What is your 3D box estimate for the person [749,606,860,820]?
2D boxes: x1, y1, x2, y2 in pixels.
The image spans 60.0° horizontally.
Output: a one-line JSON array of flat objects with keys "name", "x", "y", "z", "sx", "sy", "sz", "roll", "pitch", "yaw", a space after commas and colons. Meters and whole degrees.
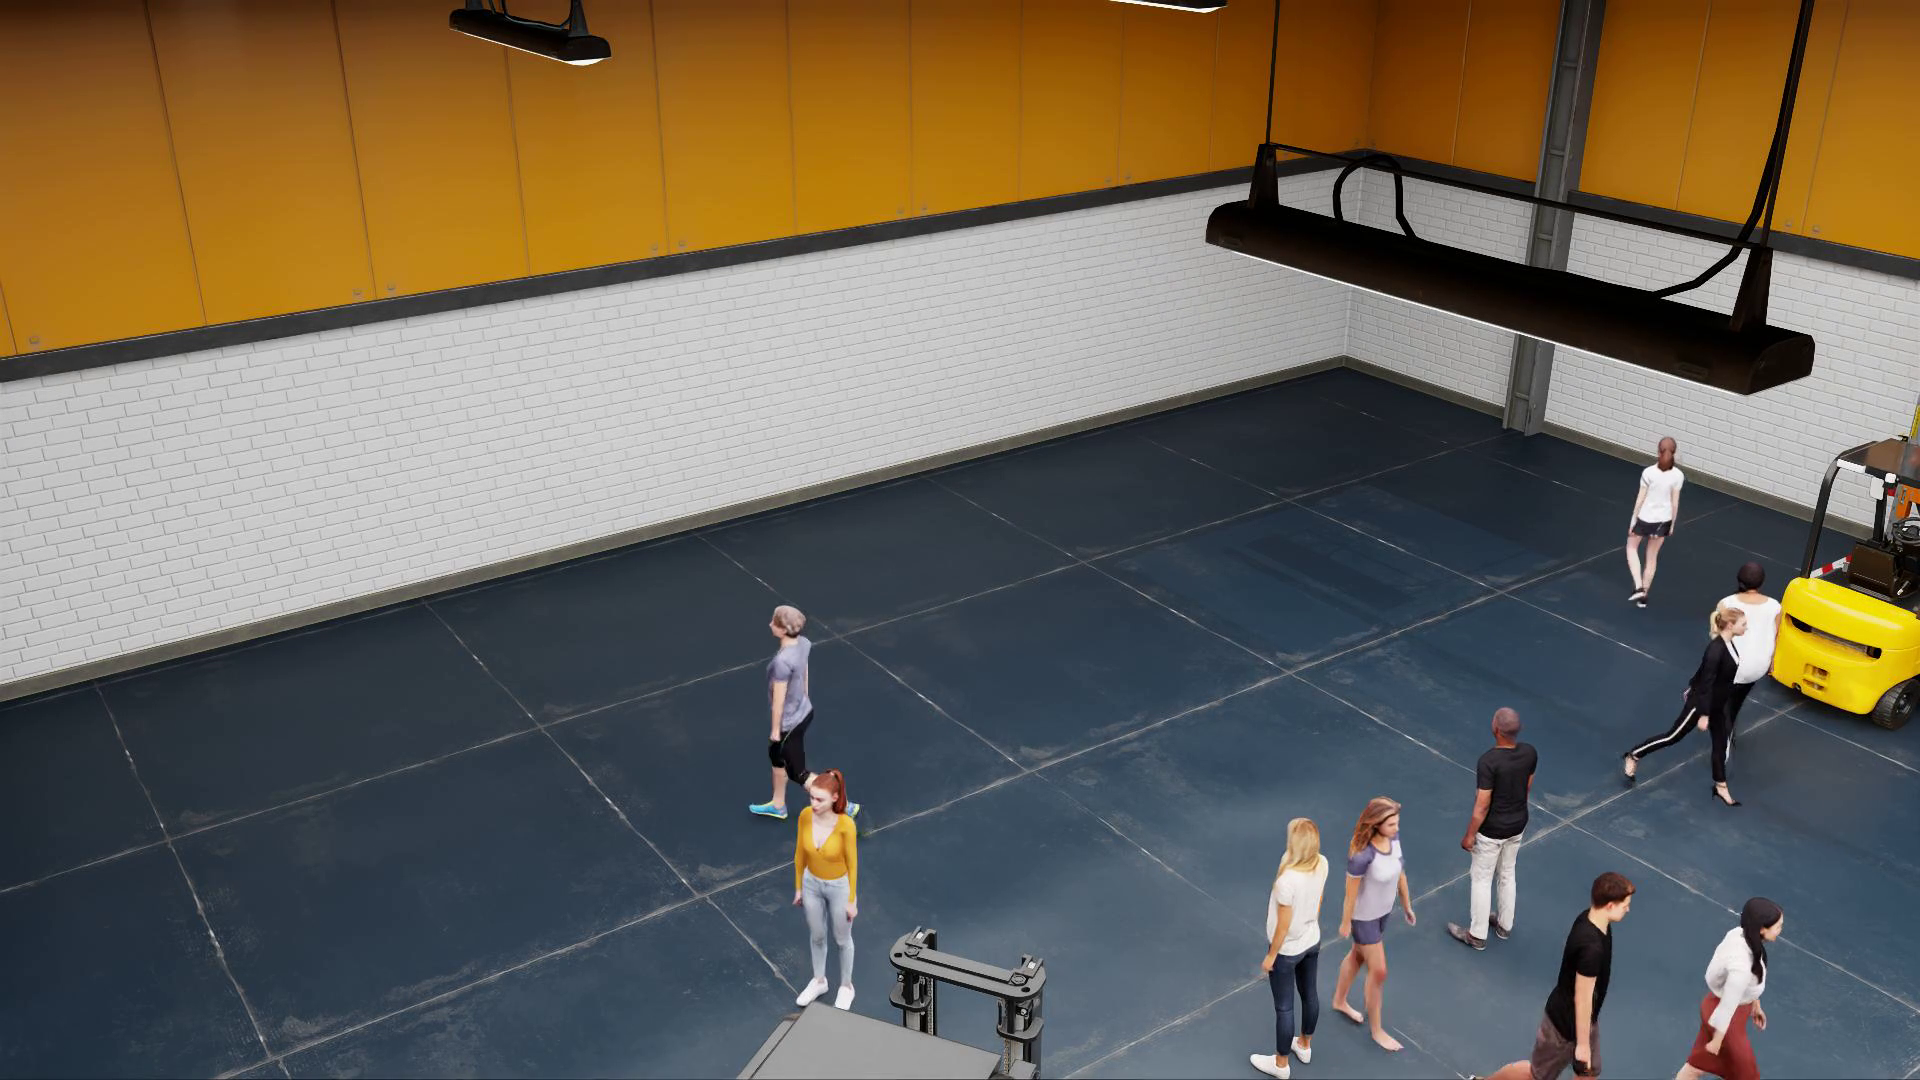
[{"name": "person", "x": -1.187, "y": 1.383, "z": 12.536, "sx": 1.200, "sy": 1.855, "sz": 1.139, "roll": 4, "pitch": 24, "yaw": 9}]

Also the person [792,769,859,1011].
[{"name": "person", "x": -0.842, "y": 2.250, "z": 10.686, "sx": 0.640, "sy": 1.749, "sz": 0.740, "roll": 9, "pitch": 25, "yaw": 21}]

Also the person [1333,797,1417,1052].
[{"name": "person", "x": 2.529, "y": 2.332, "z": 10.544, "sx": 0.853, "sy": 1.713, "sz": 0.687, "roll": 22, "pitch": 32, "yaw": 40}]

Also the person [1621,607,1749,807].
[{"name": "person", "x": 5.713, "y": 1.285, "z": 13.011, "sx": 1.233, "sy": 1.654, "sz": 0.855, "roll": 19, "pitch": 30, "yaw": 36}]

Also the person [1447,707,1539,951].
[{"name": "person", "x": 3.651, "y": 1.954, "z": 11.296, "sx": 0.691, "sy": 1.803, "sz": 0.608, "roll": -12, "pitch": 26, "yaw": -26}]

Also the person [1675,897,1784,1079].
[{"name": "person", "x": 4.286, "y": 2.769, "z": 9.523, "sx": 0.902, "sy": 1.729, "sz": 0.815, "roll": 8, "pitch": 25, "yaw": 18}]

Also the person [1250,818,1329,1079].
[{"name": "person", "x": 2.047, "y": 2.472, "z": 10.106, "sx": 0.619, "sy": 1.806, "sz": 0.525, "roll": -19, "pitch": 30, "yaw": -36}]

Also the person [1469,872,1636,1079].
[{"name": "person", "x": 3.428, "y": 2.703, "z": 9.553, "sx": 1.290, "sy": 1.826, "sz": 1.089, "roll": 14, "pitch": 27, "yaw": 29}]

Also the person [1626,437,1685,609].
[{"name": "person", "x": 6.735, "y": -0.130, "z": 16.142, "sx": 0.752, "sy": 1.740, "sz": 0.813, "roll": 3, "pitch": 24, "yaw": 6}]

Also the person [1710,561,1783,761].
[{"name": "person", "x": 6.387, "y": 1.018, "z": 13.618, "sx": 1.080, "sy": 1.659, "sz": 1.137, "roll": 4, "pitch": 24, "yaw": 9}]
